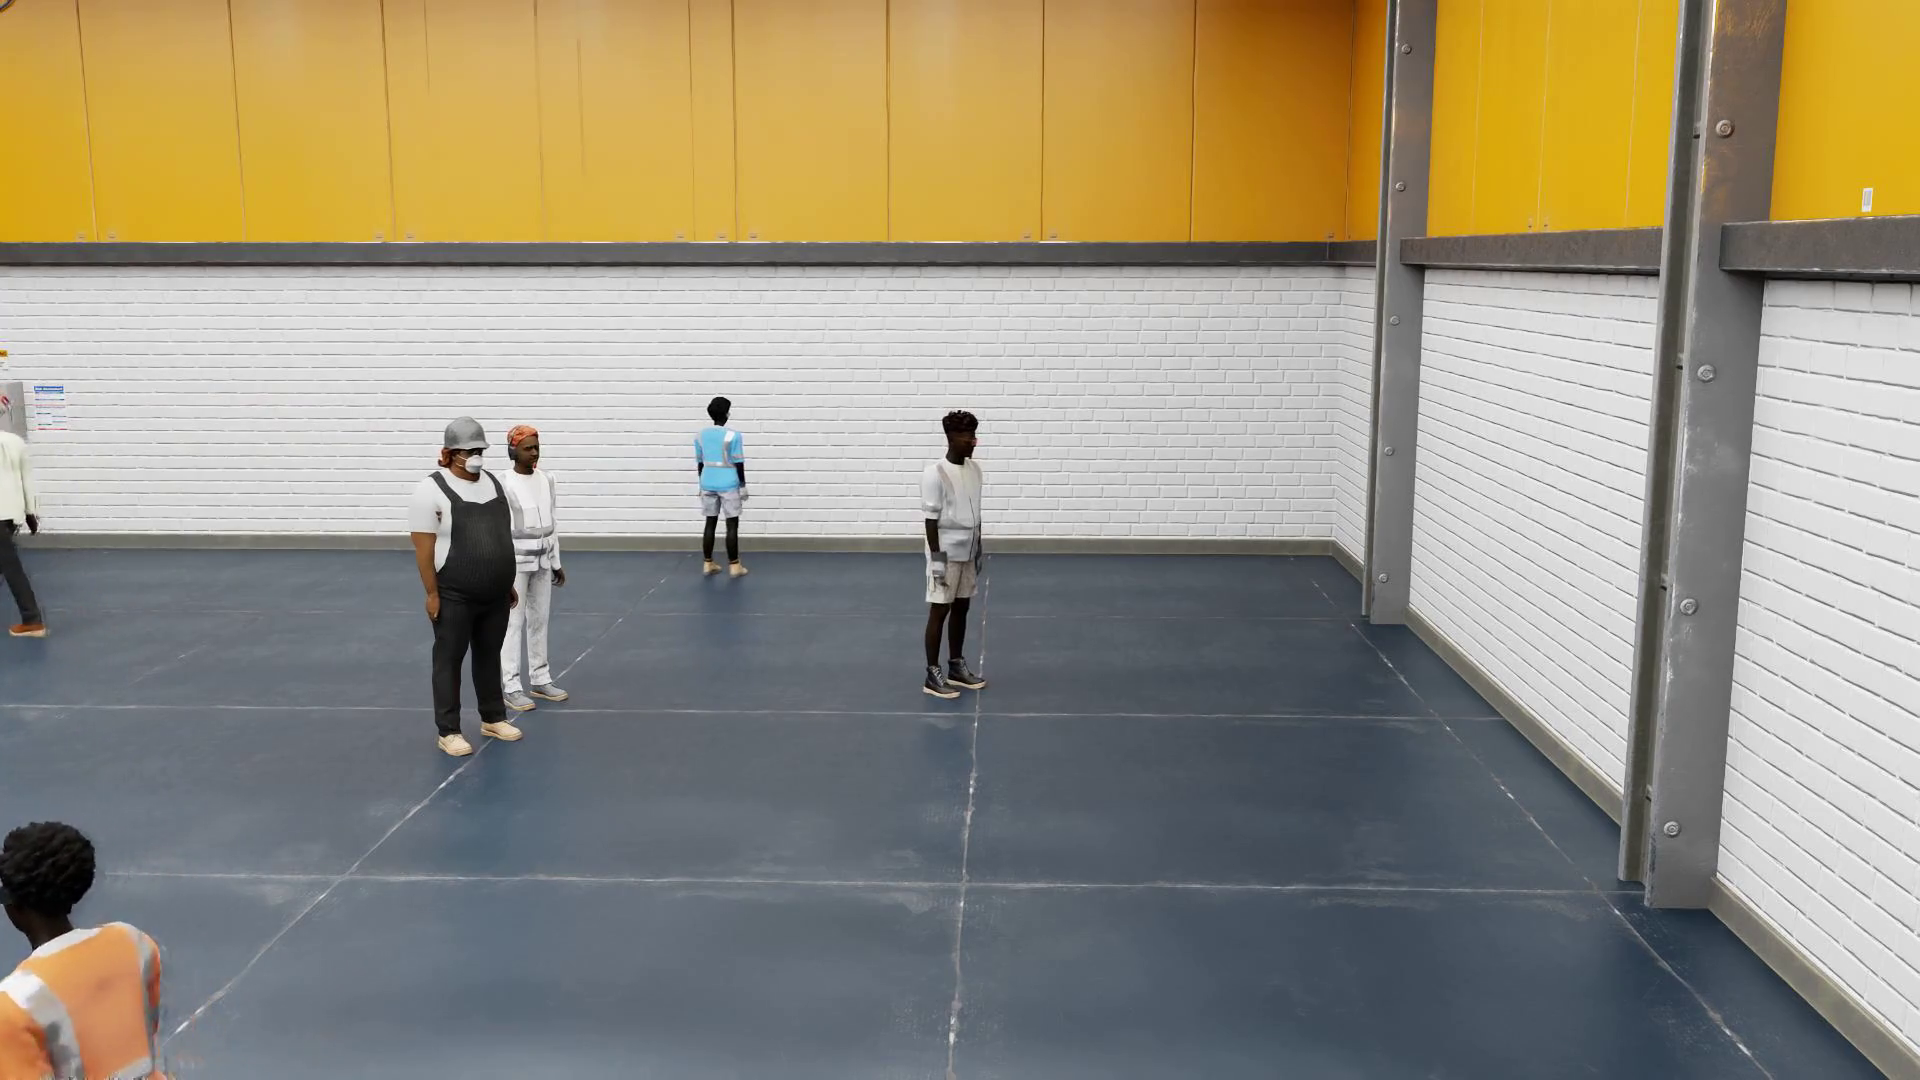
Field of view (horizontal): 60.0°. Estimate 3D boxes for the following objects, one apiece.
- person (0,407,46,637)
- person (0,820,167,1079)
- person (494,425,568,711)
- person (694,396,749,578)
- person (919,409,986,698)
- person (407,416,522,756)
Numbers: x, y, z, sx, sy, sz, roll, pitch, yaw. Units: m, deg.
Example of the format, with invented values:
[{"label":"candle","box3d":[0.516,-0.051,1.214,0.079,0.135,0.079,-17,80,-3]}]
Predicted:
[{"label":"person","box3d":[-7.691,-0.204,13.103,1.005,1.939,0.649,2,10,11]},{"label":"person","box3d":[-2.094,1.492,3.997,0.817,1.647,0.550,3,10,16]},{"label":"person","box3d":[-2.875,0.177,11.070,0.356,1.882,0.574,6,11,32]},{"label":"person","box3d":[-2.239,-0.497,15.558,0.551,1.695,0.319,5,11,28]},{"label":"person","box3d":[-0.039,0.084,11.386,0.370,1.963,0.608,7,12,37]},{"label":"person","box3d":[-2.940,0.264,10.096,0.536,2.000,0.676,7,12,35]}]
